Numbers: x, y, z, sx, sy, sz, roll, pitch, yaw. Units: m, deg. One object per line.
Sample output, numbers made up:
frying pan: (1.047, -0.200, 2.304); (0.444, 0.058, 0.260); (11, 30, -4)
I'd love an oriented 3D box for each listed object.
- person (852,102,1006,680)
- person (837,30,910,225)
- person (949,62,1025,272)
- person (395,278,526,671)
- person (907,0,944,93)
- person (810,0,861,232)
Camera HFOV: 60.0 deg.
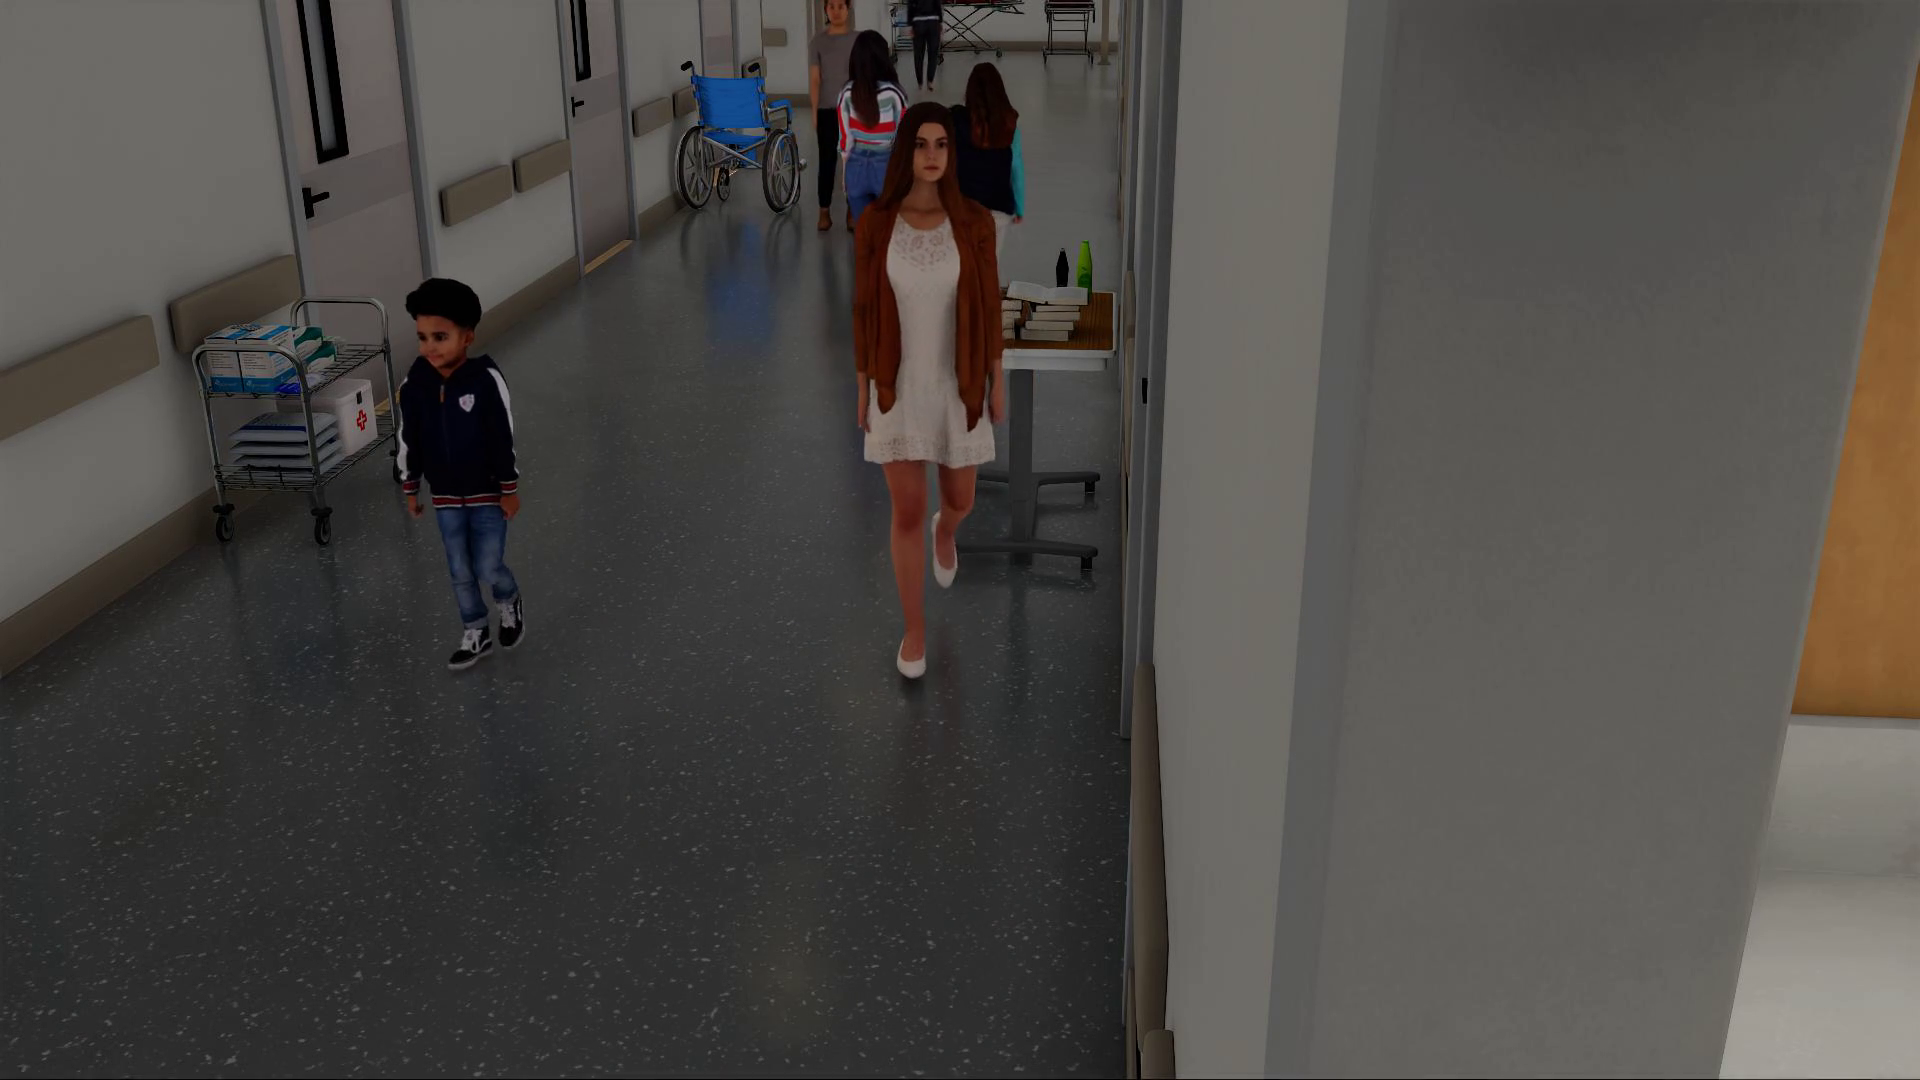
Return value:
person: (-0.099, -0.487, 5.181); (0.733, 1.692, 1.086); (-1, 21, -4)
person: (-0.499, -2.031, 9.391); (0.639, 1.598, 0.895); (3, 21, 9)
person: (0.101, -1.734, 8.768); (0.579, 1.483, 0.707); (2, 21, 5)
person: (-1.492, -0.205, 5.113); (0.546, 1.213, 0.563); (4, 21, 10)
person: (-0.428, -6.639, 21.410); (0.620, 1.702, 0.953); (2, 21, 7)
person: (-0.846, -3.152, 12.186); (0.661, 1.714, 0.676); (-1, 21, -3)
